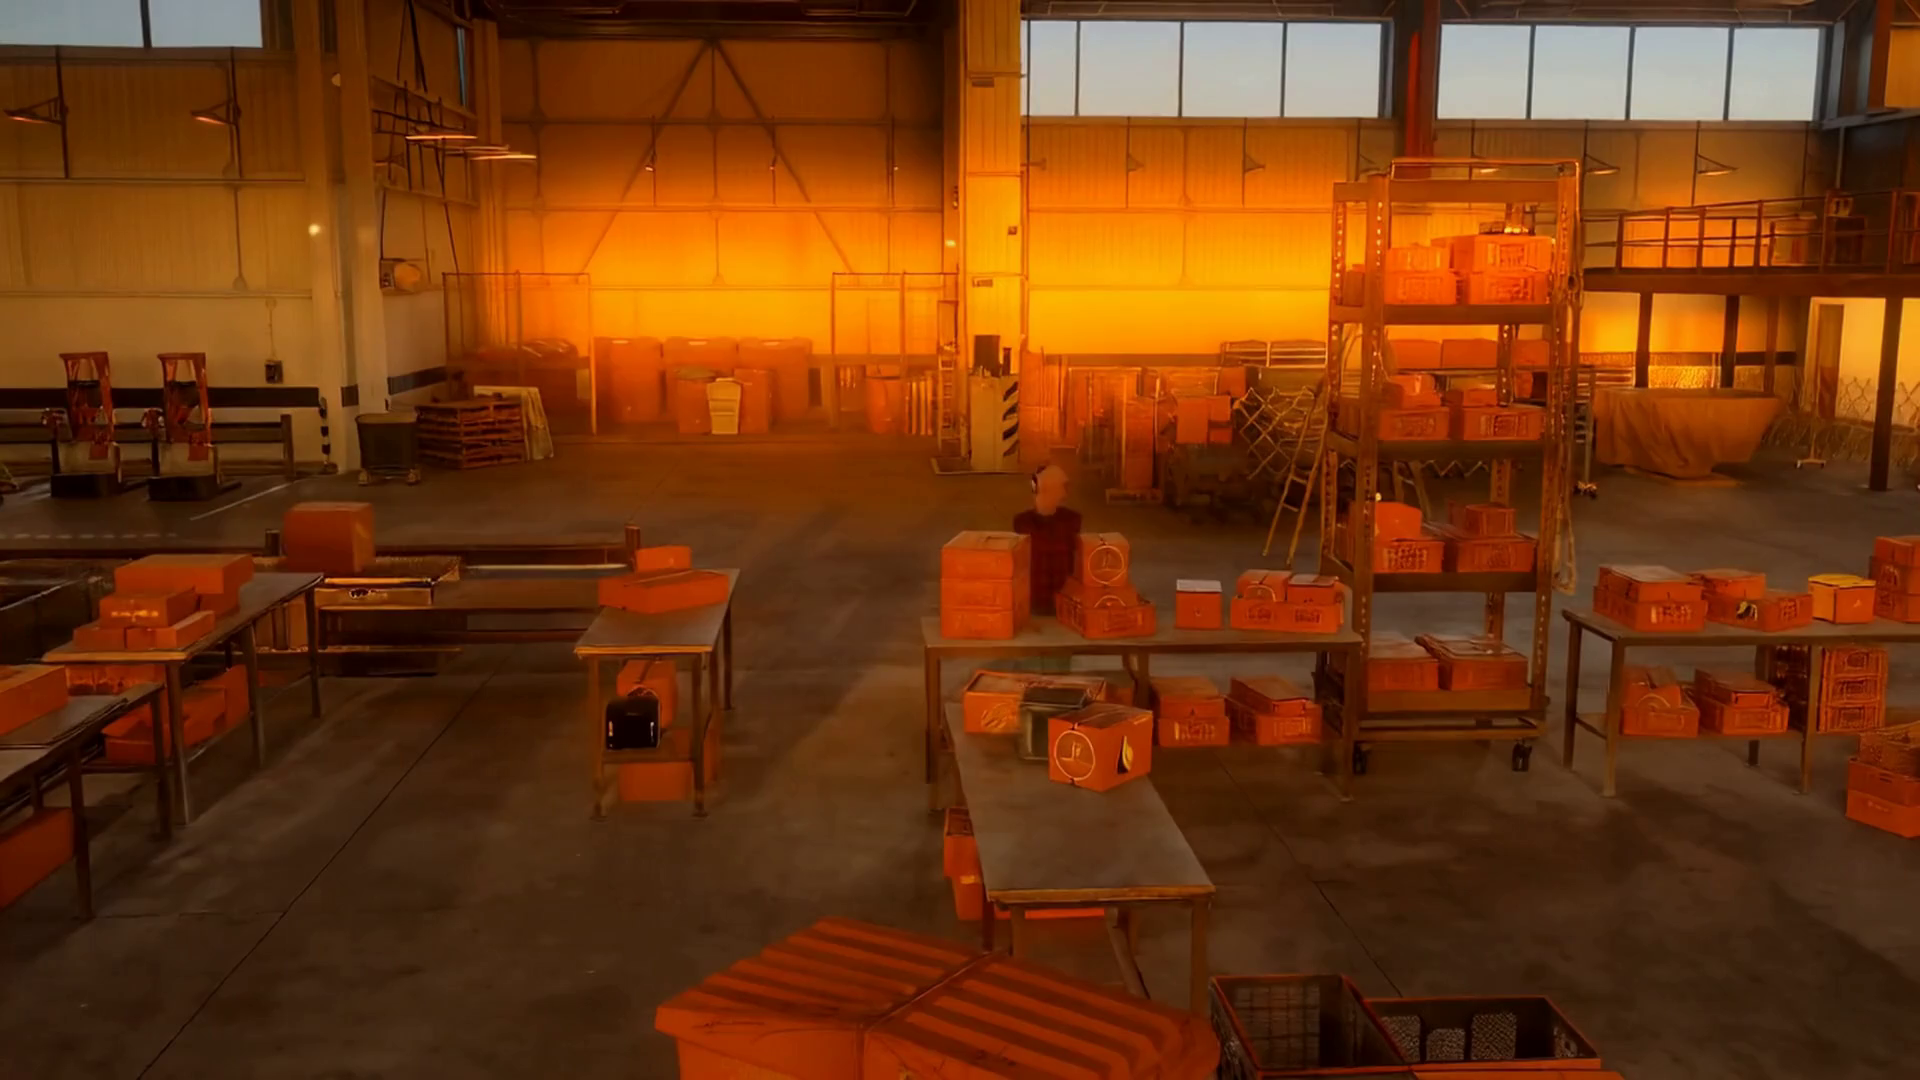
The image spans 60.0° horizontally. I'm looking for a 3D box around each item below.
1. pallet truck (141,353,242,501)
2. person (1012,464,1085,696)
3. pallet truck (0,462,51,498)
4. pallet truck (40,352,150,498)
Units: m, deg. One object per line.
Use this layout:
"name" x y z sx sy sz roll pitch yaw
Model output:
"pallet truck" -10.520 -1.604 22.925 0.823 1.965 1.885 -1 9 -6
"person" 0.585 0.398 11.019 0.481 1.802 1.015 0 9 3
"pallet truck" -13.193 -1.293 23.148 0.653 1.274 1.630 -1 9 -4
"pallet truck" -11.907 -1.642 23.165 0.823 1.965 1.885 0 9 0
